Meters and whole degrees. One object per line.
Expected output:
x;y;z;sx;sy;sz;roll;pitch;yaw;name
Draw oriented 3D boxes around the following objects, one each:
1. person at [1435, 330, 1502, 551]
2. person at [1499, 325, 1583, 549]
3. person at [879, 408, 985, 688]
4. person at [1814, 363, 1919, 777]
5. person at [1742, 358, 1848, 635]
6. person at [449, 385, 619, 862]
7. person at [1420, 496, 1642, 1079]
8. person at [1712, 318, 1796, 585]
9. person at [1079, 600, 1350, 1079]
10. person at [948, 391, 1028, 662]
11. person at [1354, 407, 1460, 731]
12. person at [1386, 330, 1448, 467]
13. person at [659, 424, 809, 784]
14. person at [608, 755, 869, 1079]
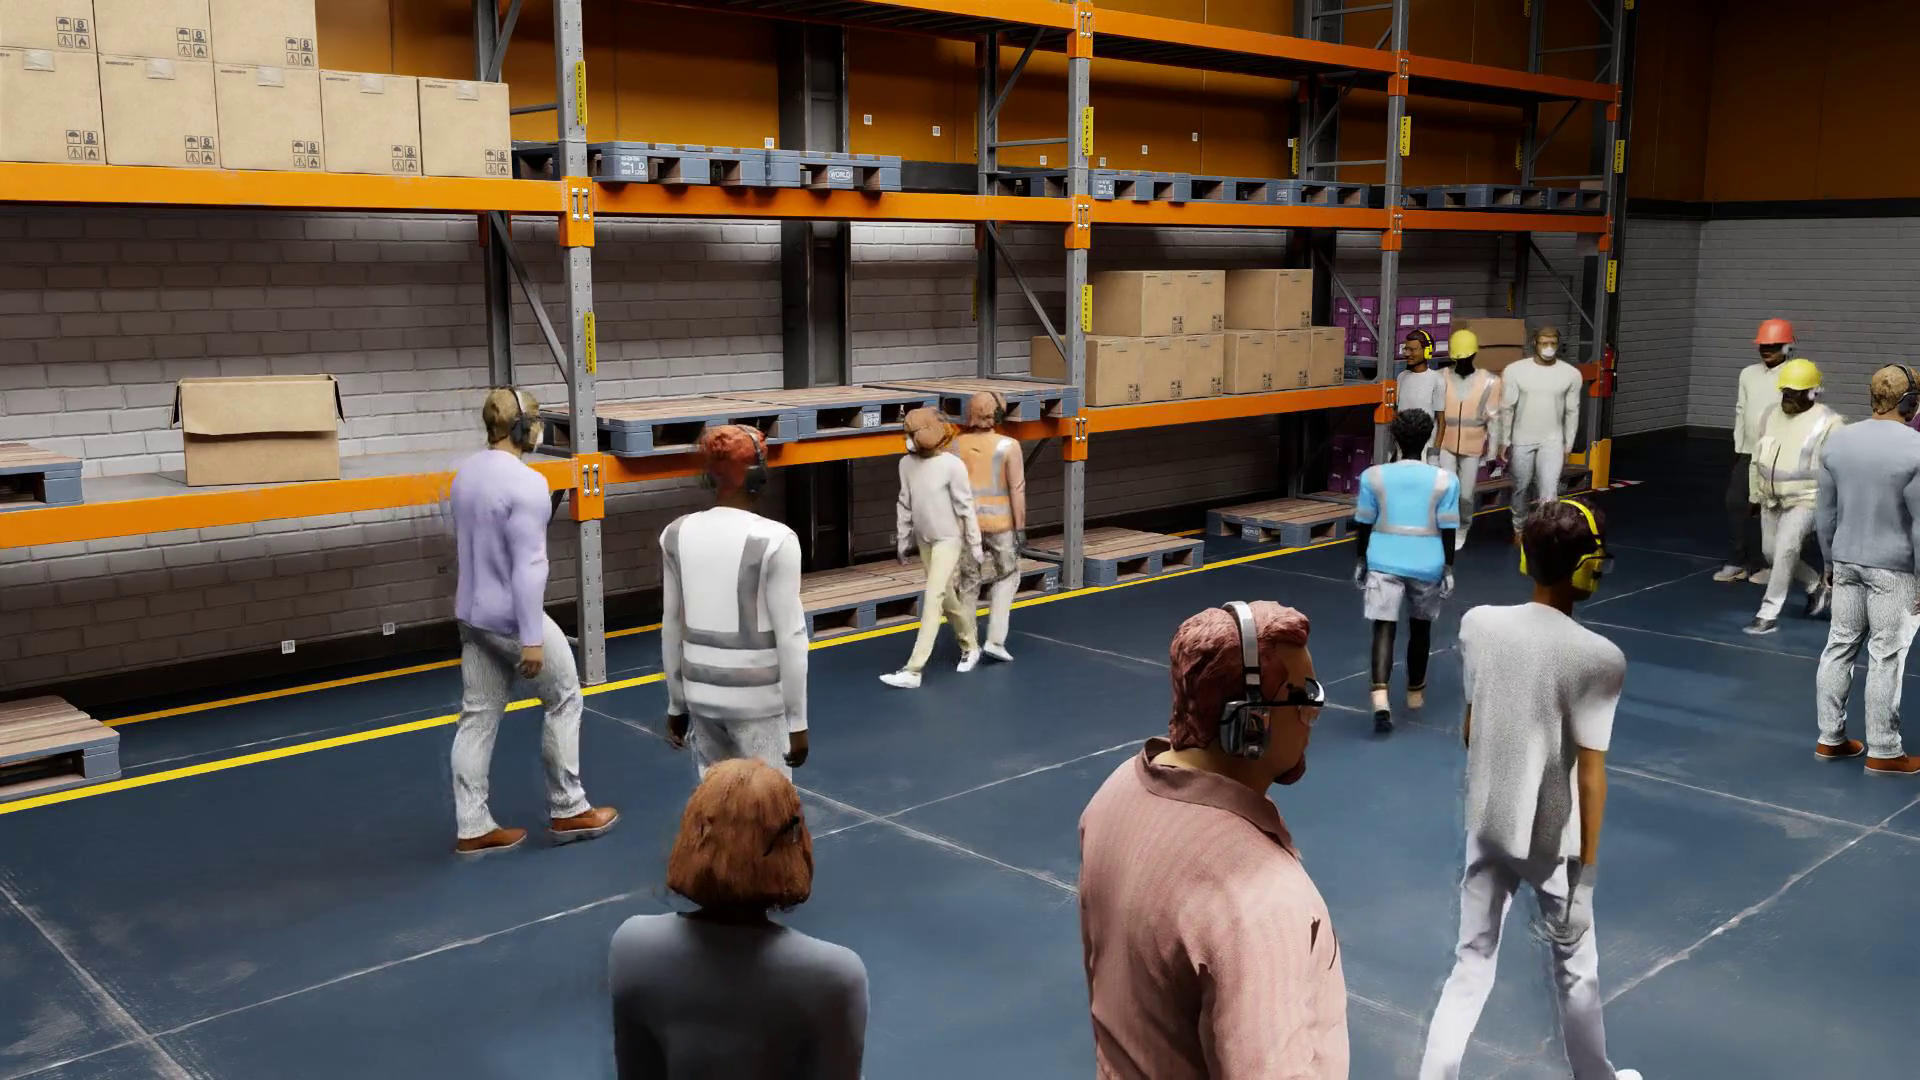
4.003;-0.770;13.378;0.637;1.876;0.921;3;10;16;person
4.686;-0.803;13.498;0.634;1.895;1.022;3;10;16;person
-0.118;0.031;9.515;0.843;1.575;0.563;-9;14;-44;person
4.319;0.138;7.831;0.373;1.940;0.628;-4;11;-23;person
5.431;-0.288;10.755;0.741;1.794;0.612;-5;11;-27;person
-1.755;0.326;6.794;0.657;1.909;0.817;9;13;43;person
1.520;0.787;4.408;0.961;1.821;0.497;-9;13;-41;person
5.869;-0.628;12.198;0.704;1.970;0.654;-6;11;-30;person
0.422;1.033;2.685;0.402;1.906;0.651;-3;10;-15;person
0.157;-0.070;9.966;0.594;1.631;0.338;6;11;30;person
2.302;0.146;8.613;0.530;1.663;0.819;3;10;17;person
3.504;-0.685;12.849;0.328;1.872;0.513;-6;12;-33;person
-0.794;0.558;5.559;0.591;1.874;0.584;6;11;30;person
-0.377;1.154;2.888;0.506;1.590;0.862;3;10;18;person
